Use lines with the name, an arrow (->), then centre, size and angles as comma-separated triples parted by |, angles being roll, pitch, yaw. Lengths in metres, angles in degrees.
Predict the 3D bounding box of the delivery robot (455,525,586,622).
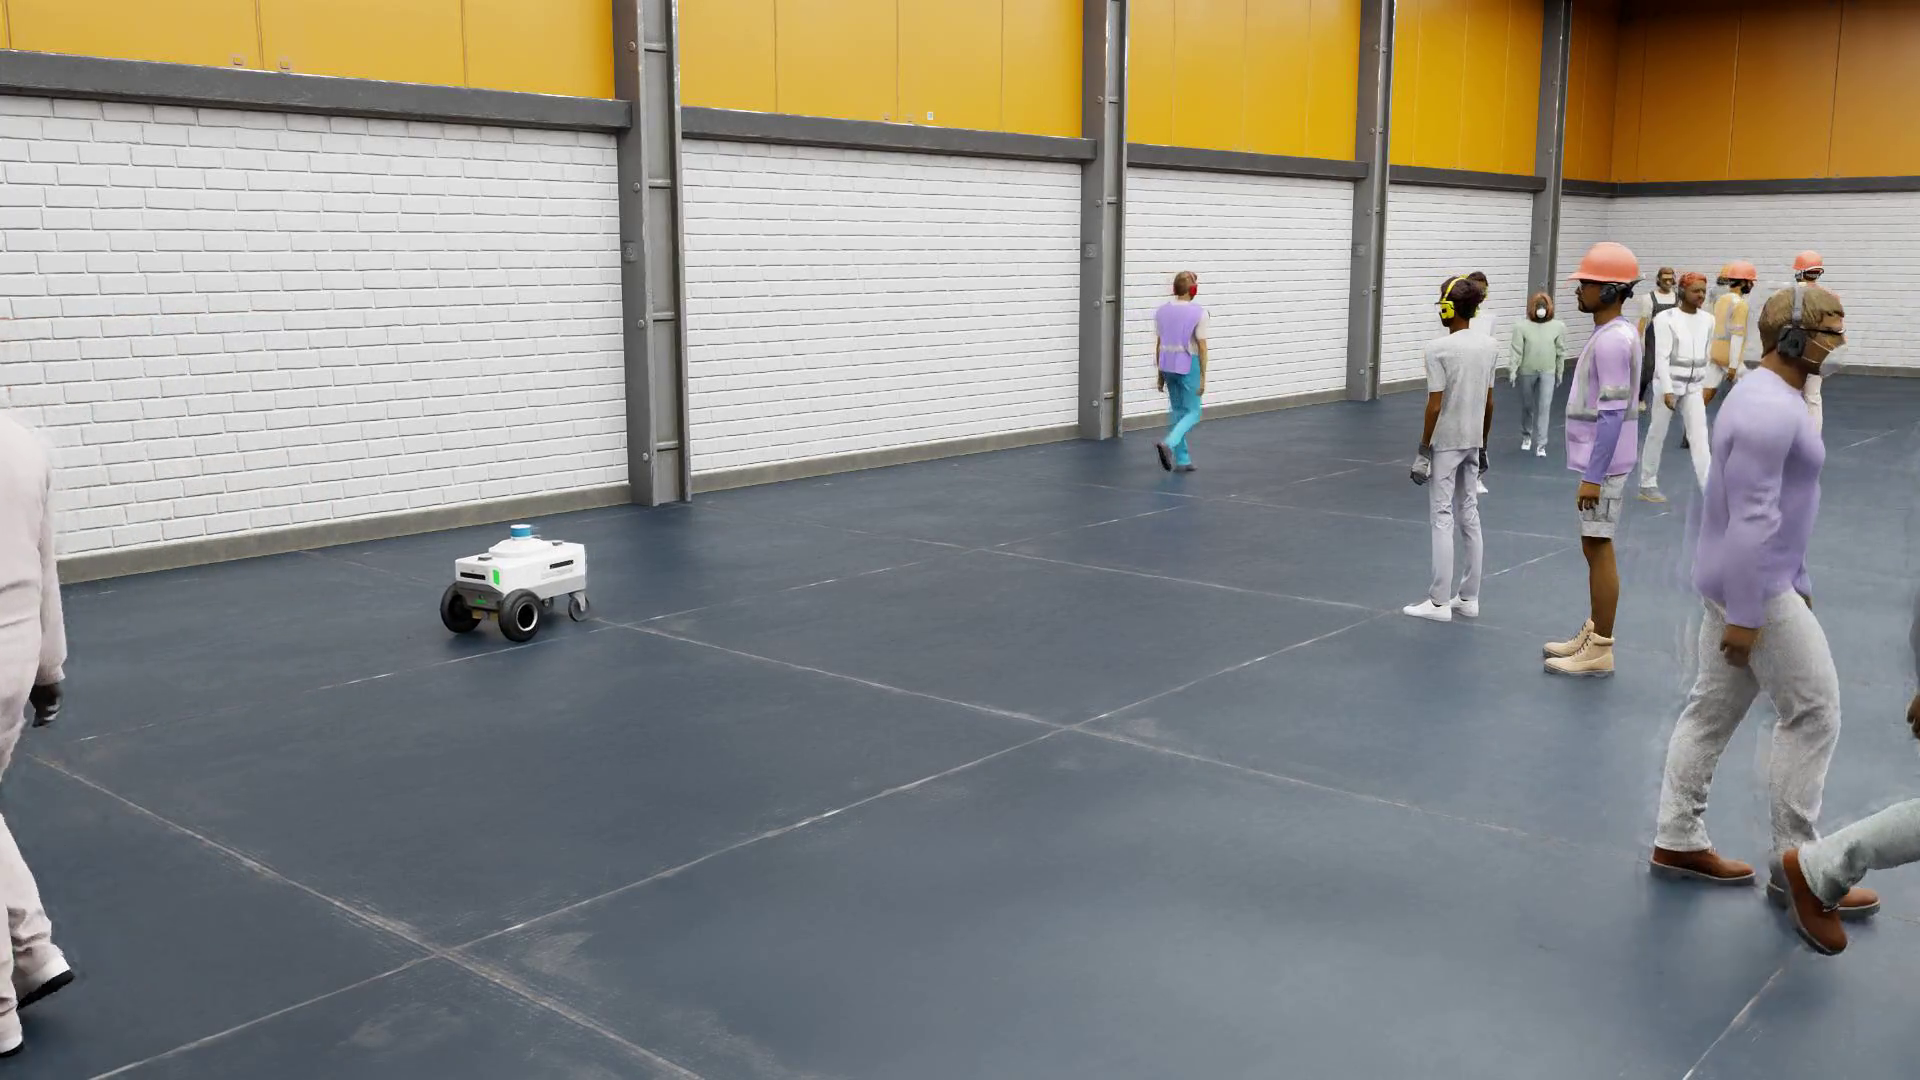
delivery robot -> -2.322, 0.161, 8.824 | 0.477, 0.478, 0.707 | 6, 12, 29

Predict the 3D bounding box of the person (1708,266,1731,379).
person -> 11.821, -3.358, 25.750 | 0.297, 1.744, 0.487 | -6, 12, -32

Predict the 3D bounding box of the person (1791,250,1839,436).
person -> 7.869, -1.694, 15.552 | 0.612, 1.997, 0.375 | -1, 10, -8

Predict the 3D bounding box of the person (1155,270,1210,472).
person -> 1.953, -1.487, 14.859 | 0.567, 1.828, 0.645 | 9, 14, 43

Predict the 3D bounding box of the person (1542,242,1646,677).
person -> 3.010, -0.373, 7.886 | 0.369, 2.048, 0.607 | 4, 11, 20

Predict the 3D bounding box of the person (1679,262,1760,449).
person -> 7.711, -1.824, 16.614 | 0.986, 1.888, 0.564 | -1, 10, -5

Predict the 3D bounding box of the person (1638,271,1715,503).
person -> 5.656, -1.153, 12.926 | 0.576, 1.828, 0.985 | -2, 10, -12

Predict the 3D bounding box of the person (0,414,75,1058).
person -> -2.515, 0.370, 4.084 | 0.431, 1.891, 0.677 | 1, 10, 7

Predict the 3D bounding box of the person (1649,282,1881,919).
person -> 2.569, 0.180, 5.108 | 0.796, 1.909, 0.653 | 4, 11, 23

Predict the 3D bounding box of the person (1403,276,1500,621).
person -> 2.681, -0.492, 9.063 | 0.512, 1.874, 0.328 | -6, 11, -29

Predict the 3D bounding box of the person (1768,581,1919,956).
person -> 2.622, 0.312, 4.366 | 0.664, 1.914, 0.676 | -9, 13, -41

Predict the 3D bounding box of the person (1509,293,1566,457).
person -> 5.688, -1.640, 16.417 | 0.516, 1.585, 0.865 | 3, 10, 17

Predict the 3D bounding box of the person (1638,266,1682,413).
person -> 8.264, -2.330, 19.714 | 0.511, 1.820, 0.810 | 1, 10, 4

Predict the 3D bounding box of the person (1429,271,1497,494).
person -> 4.245, -1.346, 14.034 | 0.521, 1.848, 0.858 | -1, 10, -5
